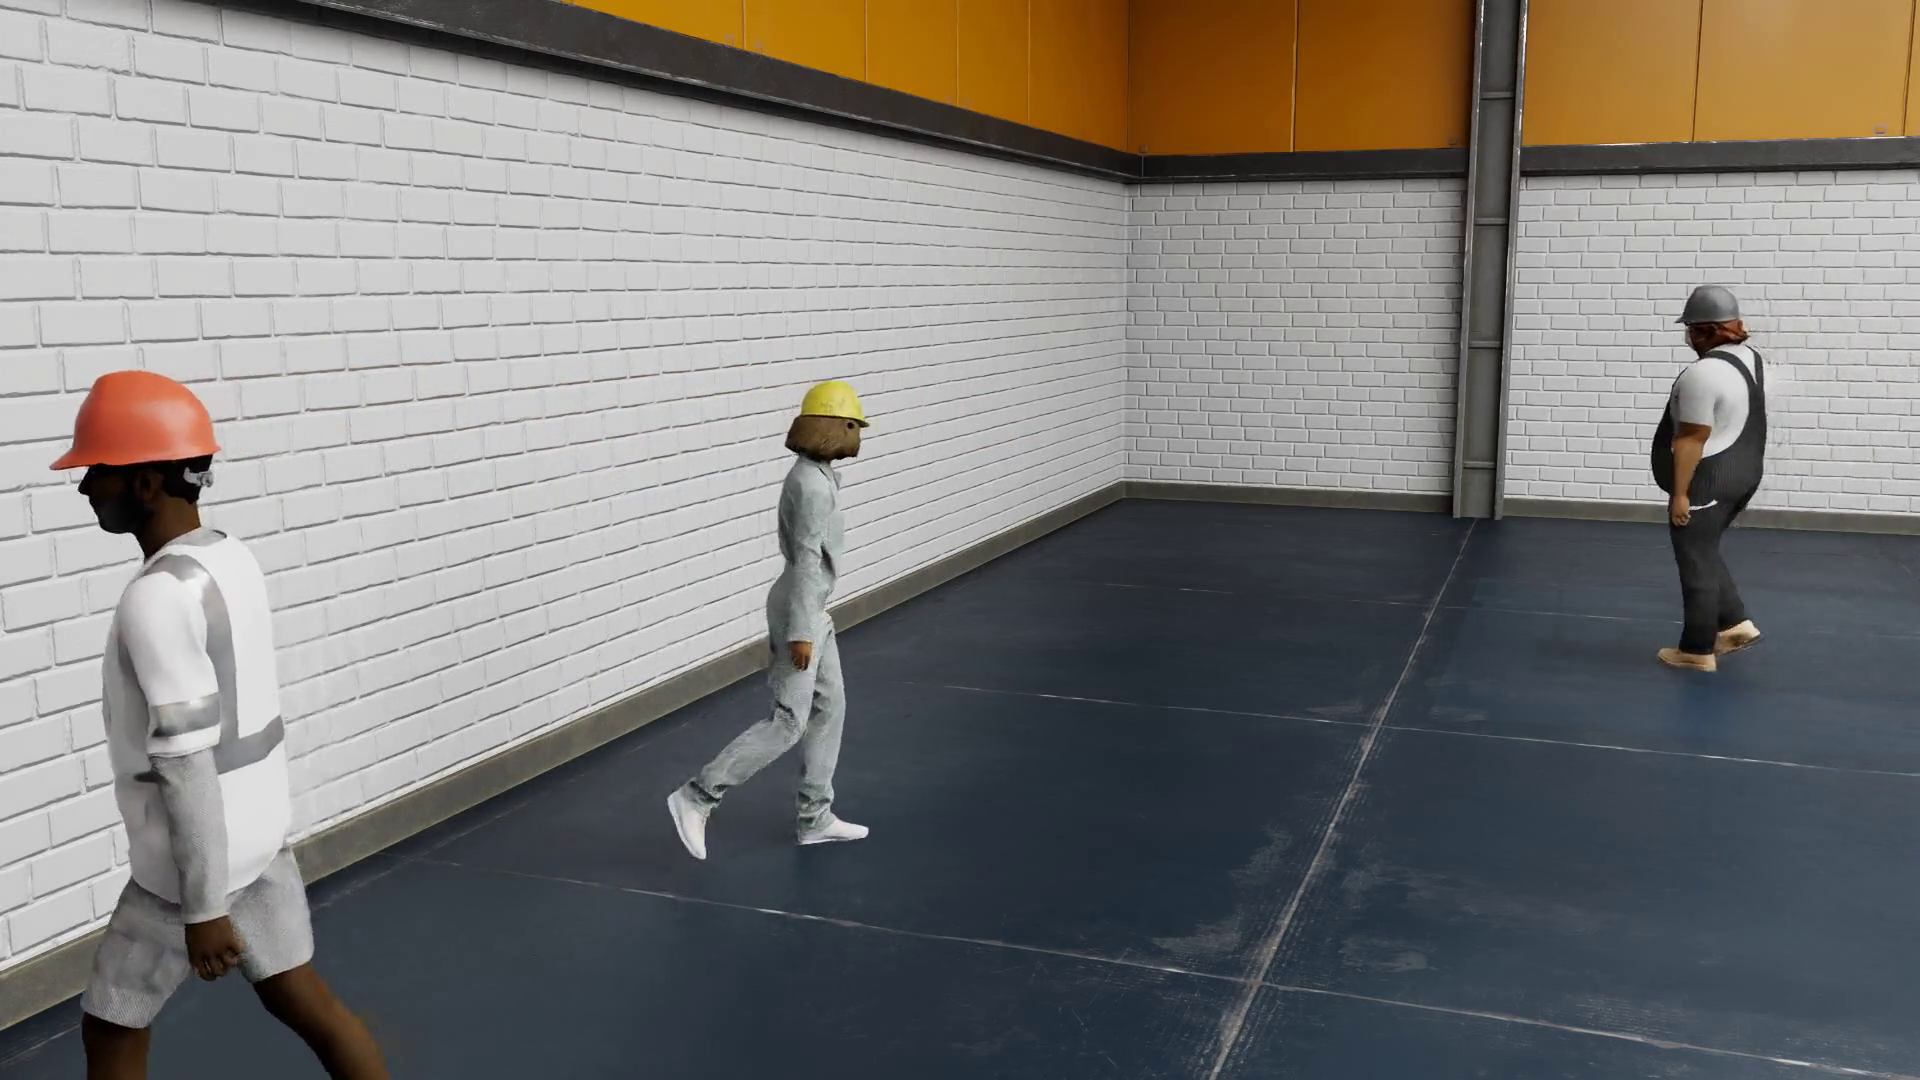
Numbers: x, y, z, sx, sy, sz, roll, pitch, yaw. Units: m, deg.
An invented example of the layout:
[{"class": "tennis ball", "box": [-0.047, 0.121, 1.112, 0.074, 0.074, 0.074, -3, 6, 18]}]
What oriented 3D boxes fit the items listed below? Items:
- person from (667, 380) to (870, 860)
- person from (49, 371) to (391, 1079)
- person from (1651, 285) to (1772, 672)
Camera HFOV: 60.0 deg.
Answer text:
[{"class": "person", "box": [-0.662, 0.284, 5.912, 0.703, 1.701, 0.512, -1, 9, -4]}, {"class": "person", "box": [-1.556, 0.598, 3.391, 0.986, 1.888, 0.562, -1, 9, -5]}, {"class": "person", "box": [3.888, -0.325, 8.700, 0.710, 2.000, 0.536, -7, 12, -39]}]
